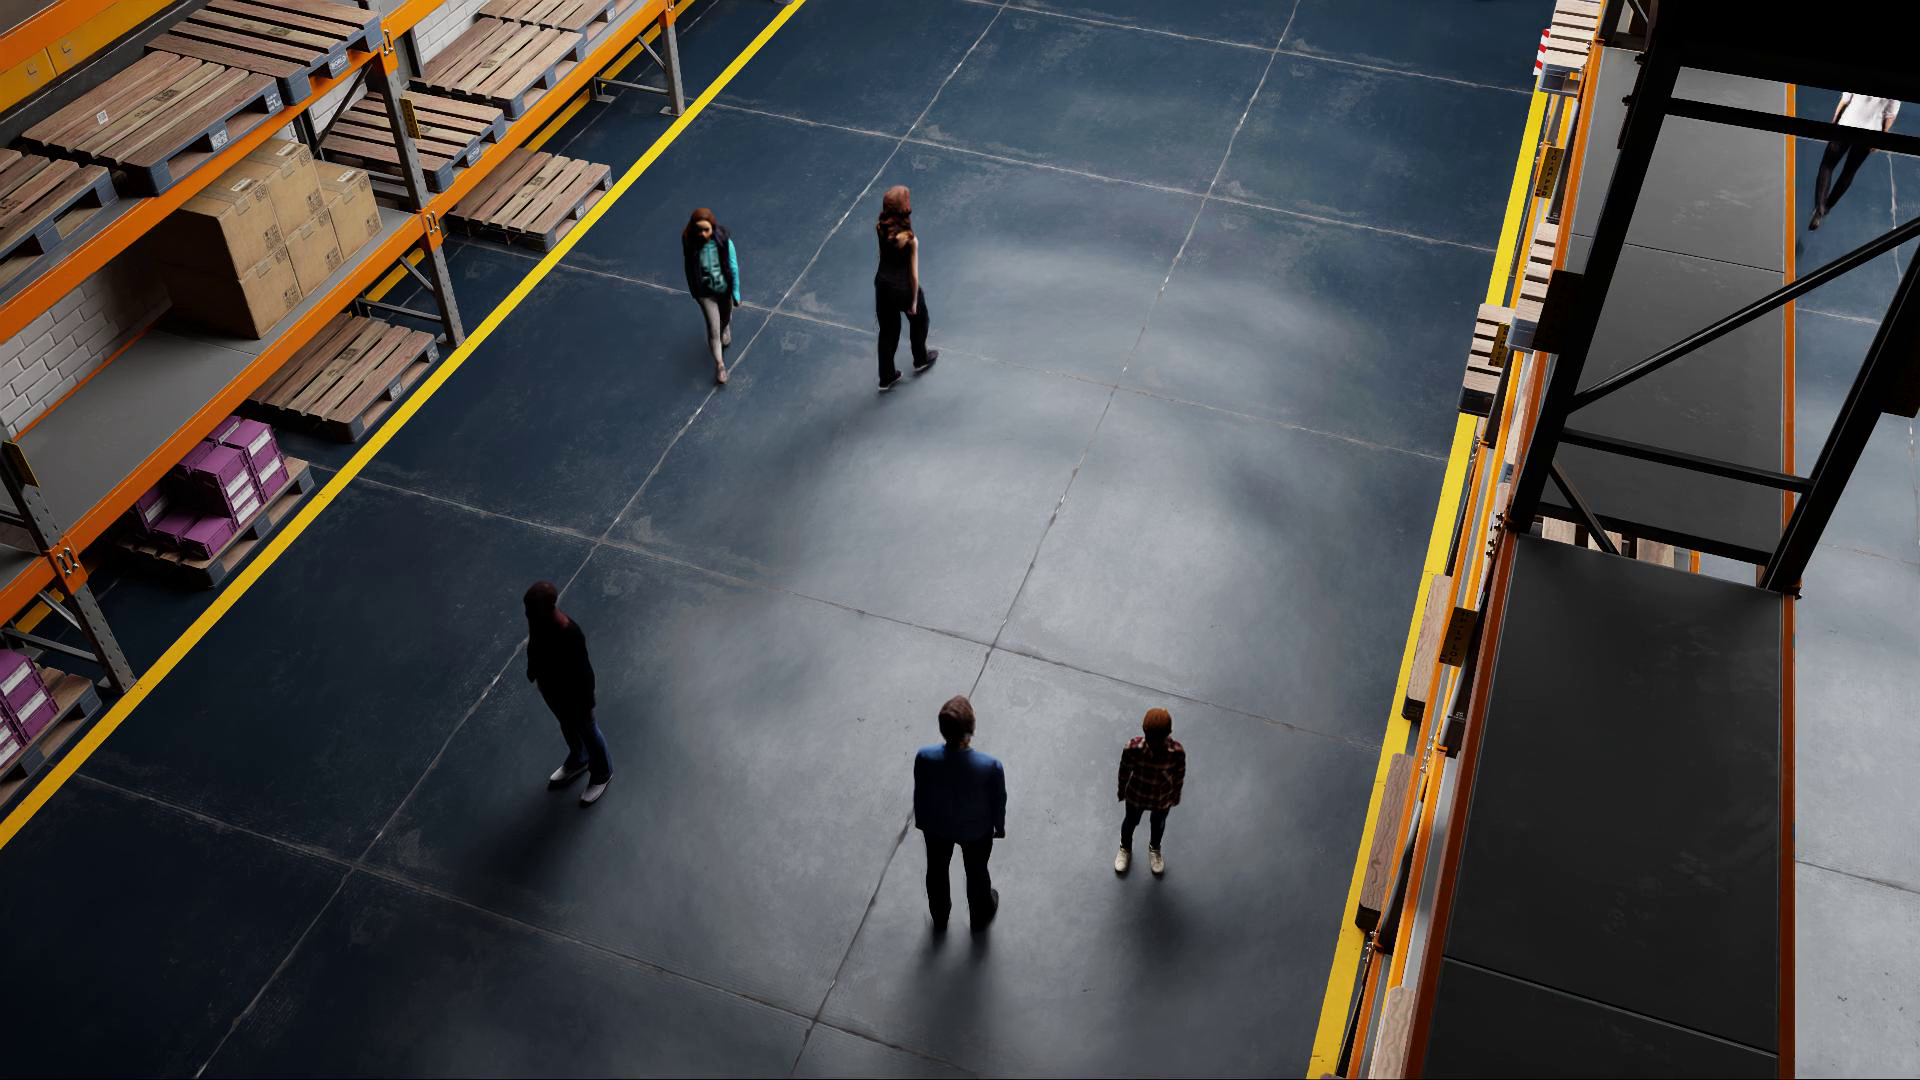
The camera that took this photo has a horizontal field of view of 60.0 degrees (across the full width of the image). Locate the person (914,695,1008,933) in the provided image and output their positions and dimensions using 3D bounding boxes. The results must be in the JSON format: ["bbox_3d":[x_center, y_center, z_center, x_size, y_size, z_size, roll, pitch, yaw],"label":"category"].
[{"bbox_3d":[-0.010,1.526,9.094,0.698,1.812,0.619,6,44,7],"label":"person"}]

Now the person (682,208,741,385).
[{"bbox_3d":[-1.920,-2.014,13.059,0.882,1.469,1.044,-9,44,-9],"label":"person"}]

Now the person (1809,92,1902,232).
[{"bbox_3d":[7.699,-3.438,14.331,0.689,1.776,0.997,20,47,20],"label":"person"}]

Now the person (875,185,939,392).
[{"bbox_3d":[-0.551,-1.879,12.732,0.710,1.724,0.894,23,48,22],"label":"person"}]

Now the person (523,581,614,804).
[{"bbox_3d":[-2.325,0.864,9.834,0.651,1.749,0.622,27,50,25],"label":"person"}]

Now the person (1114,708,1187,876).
[{"bbox_3d":[1.093,1.429,9.563,0.590,1.305,0.589,3,44,3],"label":"person"}]
